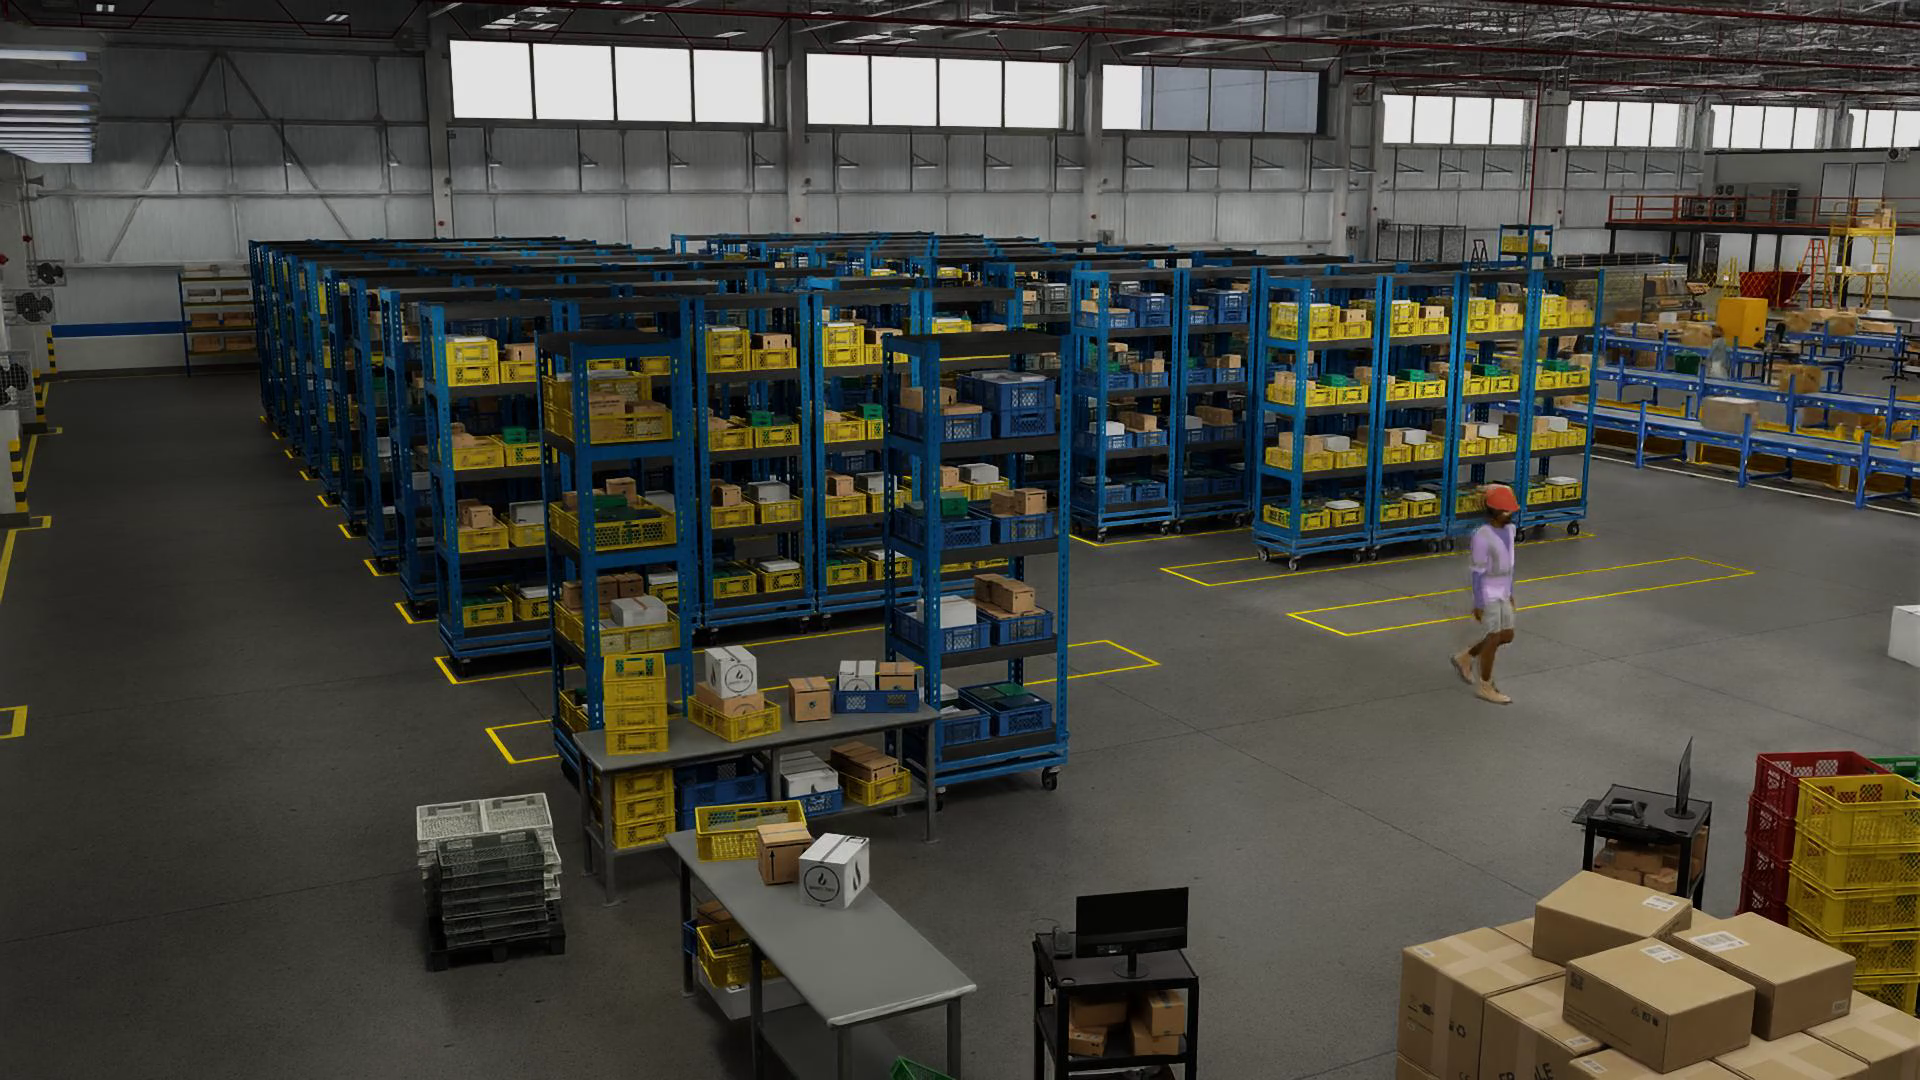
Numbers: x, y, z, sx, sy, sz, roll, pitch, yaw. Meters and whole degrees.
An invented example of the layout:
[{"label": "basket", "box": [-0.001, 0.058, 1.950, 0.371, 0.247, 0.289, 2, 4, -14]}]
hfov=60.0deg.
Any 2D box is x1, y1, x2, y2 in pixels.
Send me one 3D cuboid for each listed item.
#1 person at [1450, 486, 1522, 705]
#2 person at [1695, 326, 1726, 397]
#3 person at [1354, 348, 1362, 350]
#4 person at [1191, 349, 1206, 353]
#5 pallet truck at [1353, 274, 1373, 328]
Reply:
[{"label": "person", "box": [4.851, 0.484, 15.268, 0.626, 2.023, 0.585, -11, 17, -43]}, {"label": "person", "box": [16.717, -3.944, 36.954, 0.515, 1.593, 0.813, -9, 15, -37]}, {"label": "person", "box": [7.588, -2.976, 31.842, 0.650, 1.853, 0.953, -2, 12, -11]}, {"label": "person", "box": [5.297, -3.904, 36.460, 0.518, 1.736, 0.798, -3, 13, -16]}, {"label": "pallet truck", "box": [13.011, -8.050, 55.243, 0.823, 1.965, 1.885, -7, 14, -28]}]
